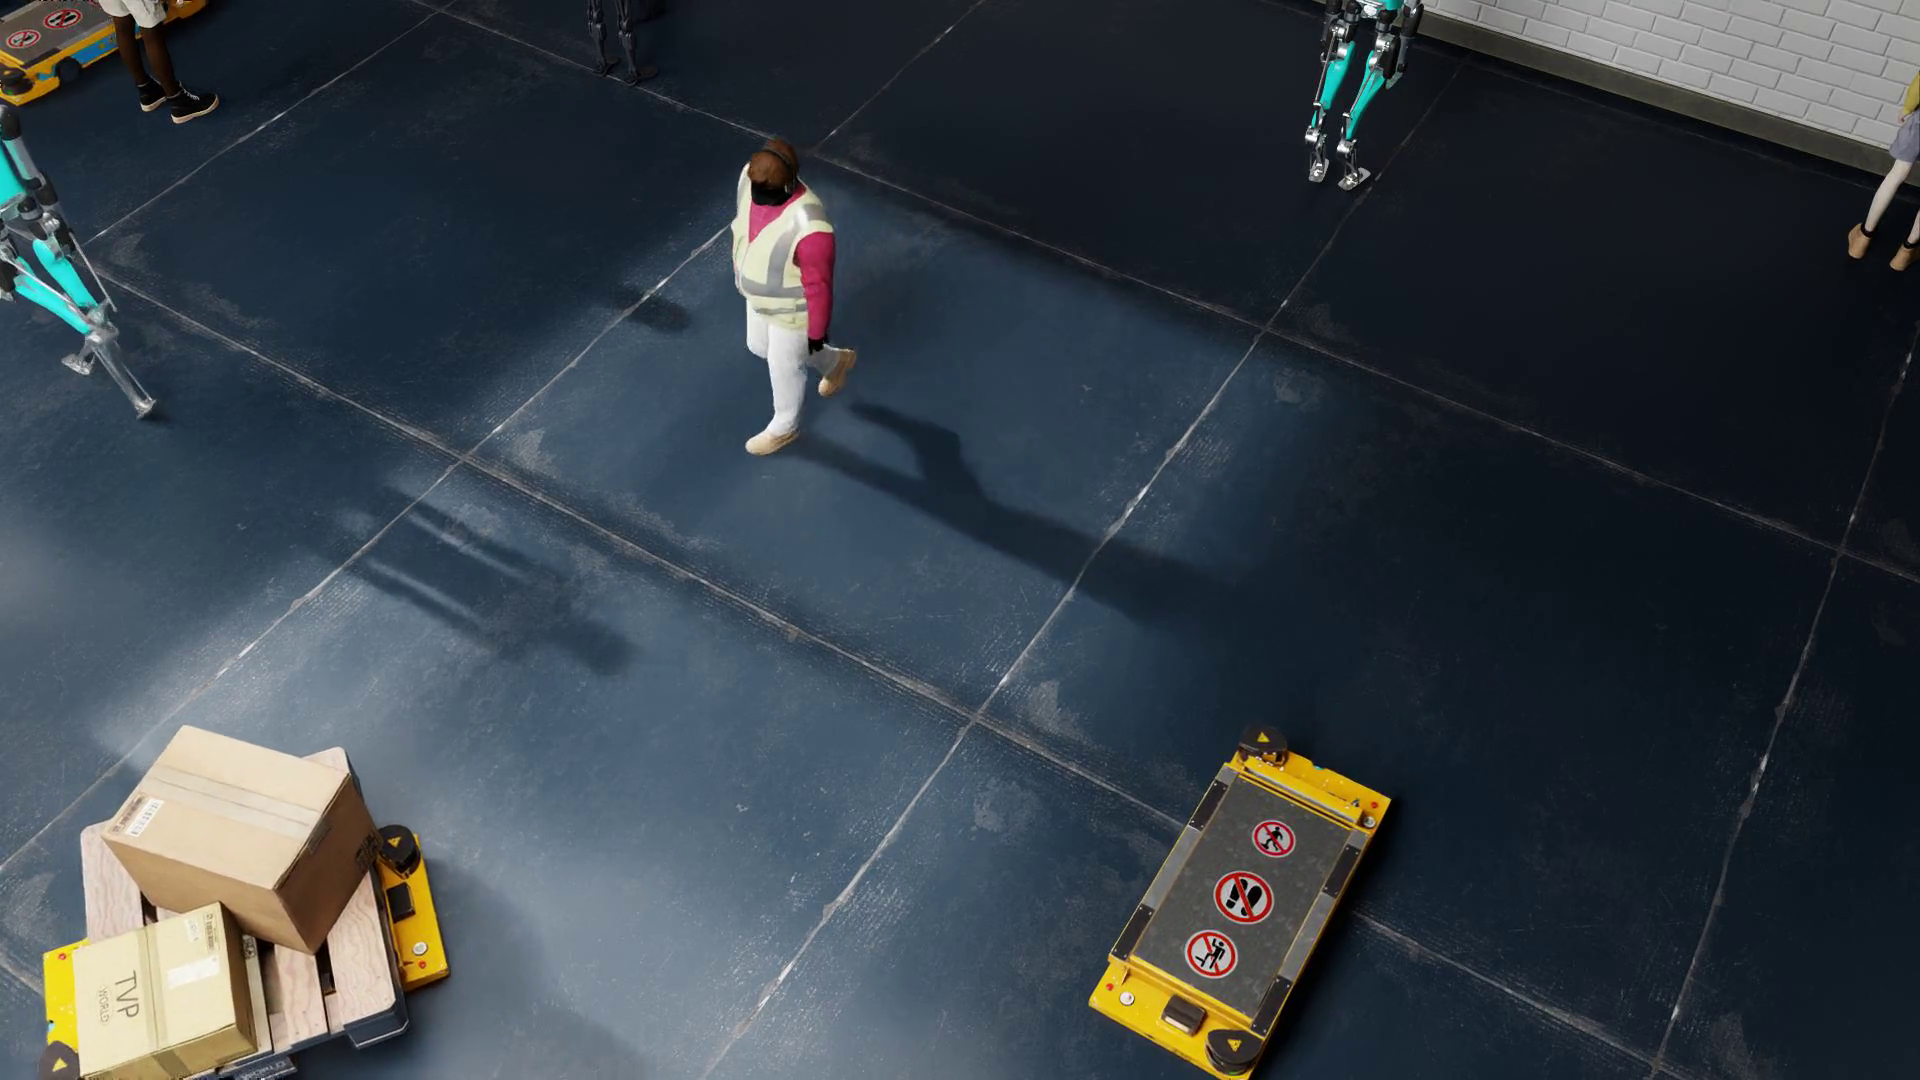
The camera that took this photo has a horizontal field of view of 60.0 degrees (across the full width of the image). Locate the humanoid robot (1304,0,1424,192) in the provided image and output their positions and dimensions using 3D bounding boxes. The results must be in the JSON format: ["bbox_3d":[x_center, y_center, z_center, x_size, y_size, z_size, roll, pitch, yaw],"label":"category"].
[{"bbox_3d":[2.131,-2.613,9.036,0.533,1.677,0.735,25,53,20],"label":"humanoid robot"}]

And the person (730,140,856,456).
[{"bbox_3d":[-0.781,-1.147,7.787,0.586,1.821,0.642,-26,54,-21],"label":"person"}]

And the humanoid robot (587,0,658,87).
[{"bbox_3d":[-2.151,-3.538,9.964,0.599,1.657,0.315,25,53,20],"label":"humanoid robot"}]

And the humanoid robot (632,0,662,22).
[{"bbox_3d":[-2.064,-4.092,10.457,0.449,1.643,0.602,-31,56,-24],"label":"humanoid robot"}]

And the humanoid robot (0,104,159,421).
[{"bbox_3d":[-4.319,-1.293,8.004,1.020,1.783,0.532,25,53,20],"label":"humanoid robot"}]

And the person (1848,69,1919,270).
[{"bbox_3d":[5.193,-2.244,8.703,0.485,1.888,0.389,25,53,20],"label":"person"}]

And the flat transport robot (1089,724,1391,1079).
[{"bbox_3d":[1.138,1.403,6.589,0.659,0.231,1.431,25,53,20],"label":"flat transport robot"}]

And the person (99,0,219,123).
[{"bbox_3d":[-4.870,-3.341,9.610,0.611,1.962,0.361,25,53,20],"label":"person"}]

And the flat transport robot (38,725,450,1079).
[{"bbox_3d":[-2.758,1.615,6.404,1.431,0.231,0.659,-17,51,-15],"label":"flat transport robot"}]

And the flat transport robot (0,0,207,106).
[{"bbox_3d":[-5.661,-3.294,10.695,0.659,0.231,1.431,28,54,22],"label":"flat transport robot"}]
